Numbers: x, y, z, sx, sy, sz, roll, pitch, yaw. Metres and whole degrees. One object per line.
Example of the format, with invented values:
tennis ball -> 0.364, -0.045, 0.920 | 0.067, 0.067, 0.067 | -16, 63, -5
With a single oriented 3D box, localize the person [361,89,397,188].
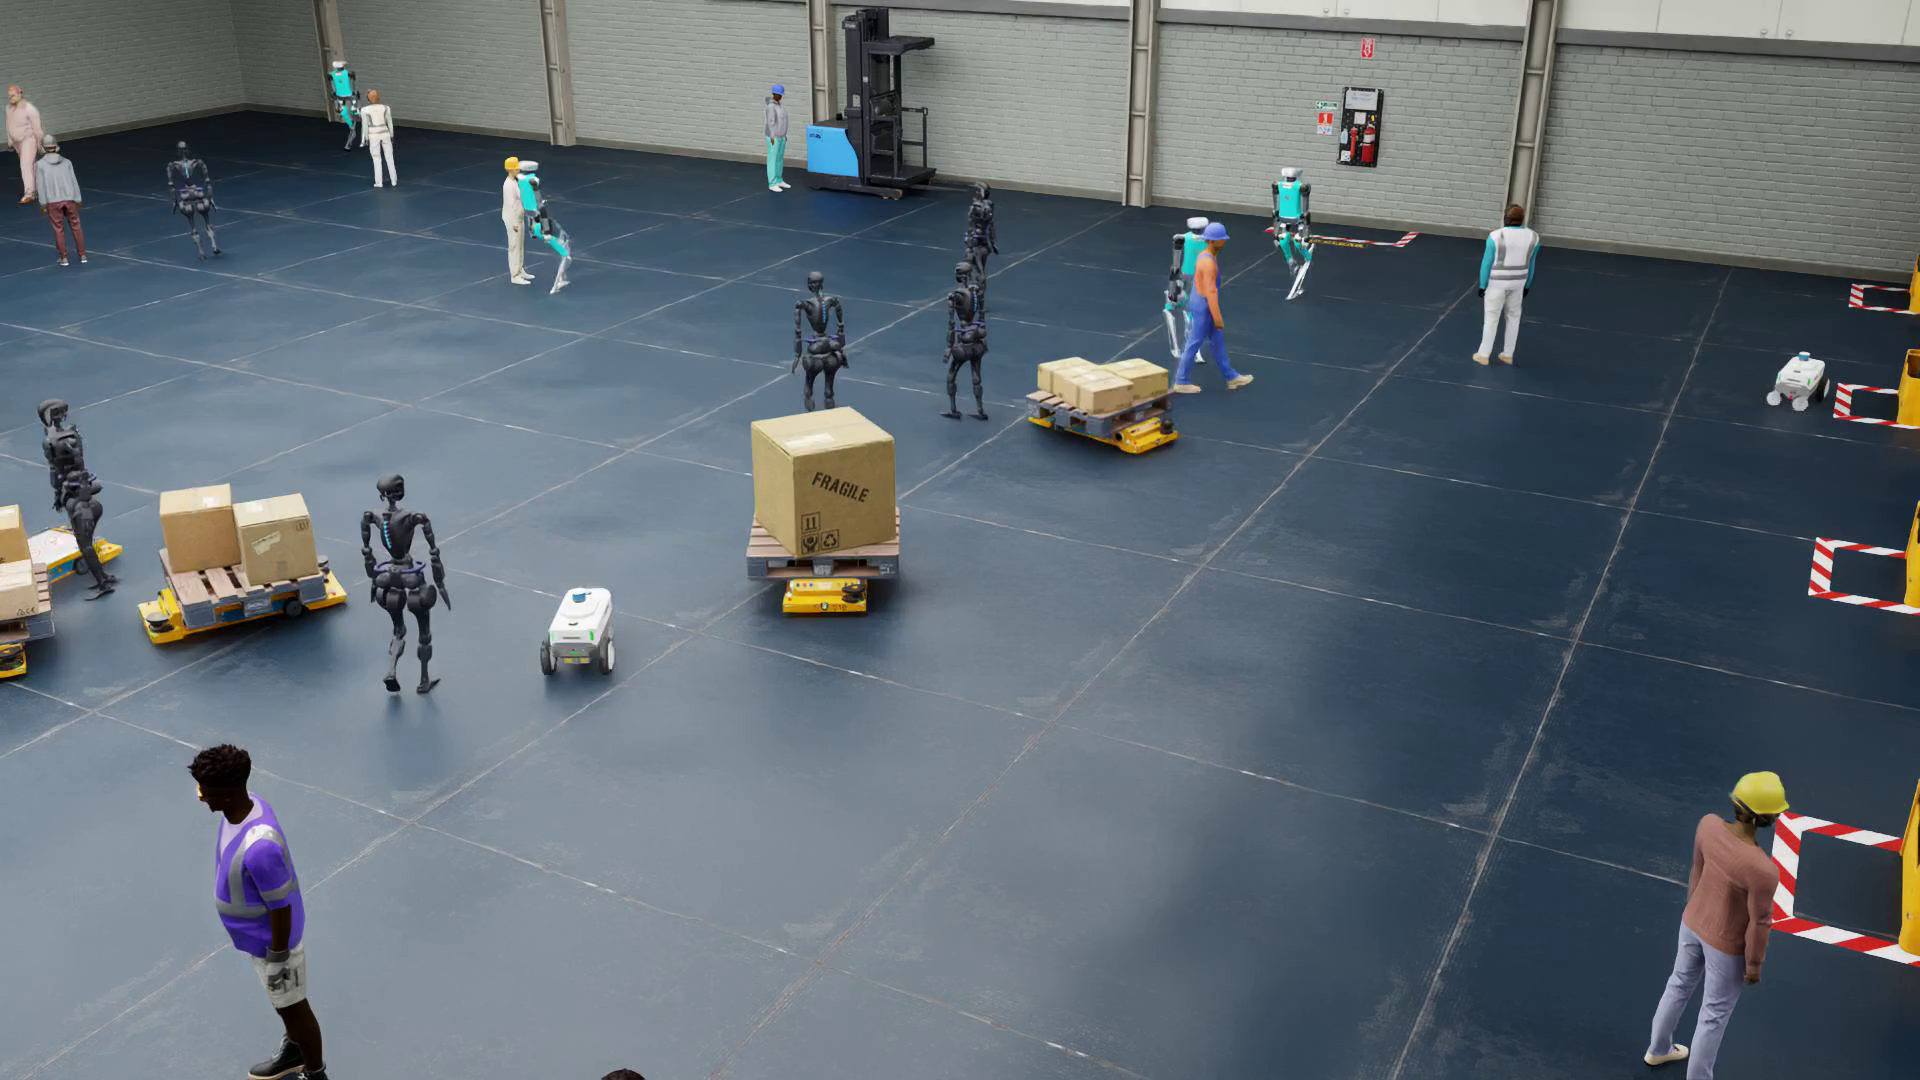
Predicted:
person -> -9.895, -6.842, 28.347 | 0.511, 1.644, 0.305 | -15, 27, -31

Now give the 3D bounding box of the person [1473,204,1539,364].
person -> 6.202, -2.905, 18.938 | 0.630, 1.840, 0.429 | -3, 23, -7

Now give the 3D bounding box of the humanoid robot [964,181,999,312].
humanoid robot -> 0.289, -3.724, 21.063 | 0.533, 1.641, 0.602 | 15, 28, 32

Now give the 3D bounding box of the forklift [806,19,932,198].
forklift -> -1.573, -7.292, 27.850 | 1.873, 2.768, 1.129 | 12, 26, 25

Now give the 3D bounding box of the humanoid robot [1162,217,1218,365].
humanoid robot -> 2.583, -2.831, 18.865 | 0.547, 1.736, 0.959 | -3, 23, -8

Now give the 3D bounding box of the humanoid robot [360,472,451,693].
humanoid robot -> -3.896, 0.329, 11.613 | 0.596, 1.642, 0.443 | 3, 23, 7

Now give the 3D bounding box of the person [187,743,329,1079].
person -> -3.260, 1.816, 7.790 | 0.368, 1.962, 0.607 | -15, 27, -30

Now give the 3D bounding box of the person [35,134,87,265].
person -> -12.626, -4.777, 23.340 | 0.548, 1.806, 0.380 | -20, 30, -39

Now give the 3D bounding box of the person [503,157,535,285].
person -> -5.963, -4.293, 22.357 | 0.335, 1.694, 0.482 | -2, 23, -4

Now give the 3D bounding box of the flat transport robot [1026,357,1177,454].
flat transport robot -> 1.446, -1.199, 16.955 | 1.431, 0.231, 0.659 | 21, 31, 40

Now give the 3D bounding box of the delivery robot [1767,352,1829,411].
delivery robot -> 8.979, -1.724, 17.795 | 0.517, 0.581, 0.752 | 16, 28, 33

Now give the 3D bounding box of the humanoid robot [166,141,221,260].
humanoid robot -> -10.888, -4.821, 23.614 | 0.593, 1.646, 0.382 | -11, 26, -24

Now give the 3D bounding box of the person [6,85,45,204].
person -> -15.315, -6.530, 27.334 | 0.639, 1.871, 0.876 | 12, 26, 26

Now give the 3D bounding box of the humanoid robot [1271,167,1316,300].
humanoid robot -> 4.393, -3.923, 21.565 | 0.555, 1.882, 0.802 | 18, 29, 36

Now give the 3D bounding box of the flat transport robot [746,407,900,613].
flat transport robot -> -1.099, 0.216, 13.661 | 0.659, 0.231, 1.431 | -1, 23, -2

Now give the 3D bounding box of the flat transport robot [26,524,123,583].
flat transport robot -> -7.667, 0.248, 13.586 | 0.659, 0.231, 1.431 | 9, 25, 20

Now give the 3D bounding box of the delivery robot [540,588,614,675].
delivery robot -> -2.795, 0.662, 12.282 | 0.499, 0.613, 0.817 | 0, 23, -1

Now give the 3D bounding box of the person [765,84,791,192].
person -> -3.093, -6.811, 28.122 | 0.364, 1.769, 0.533 | 8, 25, 19

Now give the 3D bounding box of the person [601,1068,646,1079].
person -> -1.139, 2.651, 5.903 | 0.595, 1.918, 0.386 | -20, 30, -38

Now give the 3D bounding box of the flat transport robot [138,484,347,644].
flat transport robot -> -5.643, 0.461, 13.089 | 1.431, 0.231, 0.659 | -14, 27, -29

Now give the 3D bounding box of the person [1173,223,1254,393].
person -> 2.758, -2.470, 17.893 | 0.923, 1.866, 0.532 | 3, 23, 8

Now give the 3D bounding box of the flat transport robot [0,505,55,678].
flat transport robot -> -7.448, 0.727, 12.471 | 0.659, 0.231, 1.431 | -12, 26, -26

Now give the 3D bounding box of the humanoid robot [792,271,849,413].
humanoid robot -> -1.410, -1.886, 16.776 | 0.612, 1.631, 0.418 | -14, 27, -30

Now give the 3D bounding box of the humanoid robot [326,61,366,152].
humanoid robot -> -11.465, -8.157, 31.310 | 0.541, 1.725, 1.045 | 1, 23, 1

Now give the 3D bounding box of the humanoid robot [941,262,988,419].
humanoid robot -> 0.074, -2.057, 17.176 | 0.423, 1.644, 0.616 | 19, 29, 36

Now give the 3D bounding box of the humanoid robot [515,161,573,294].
humanoid robot -> -5.368, -4.132, 21.962 | 0.831, 1.799, 0.544 | -19, 29, -36

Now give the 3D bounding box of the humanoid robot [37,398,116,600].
humanoid robot -> -6.992, -0.345, 13.189 | 0.599, 1.649, 0.334 | 18, 29, 36

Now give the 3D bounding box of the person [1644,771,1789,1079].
person -> 3.638, 1.872, 7.921 | 0.340, 1.758, 0.519 | -6, 24, -15
